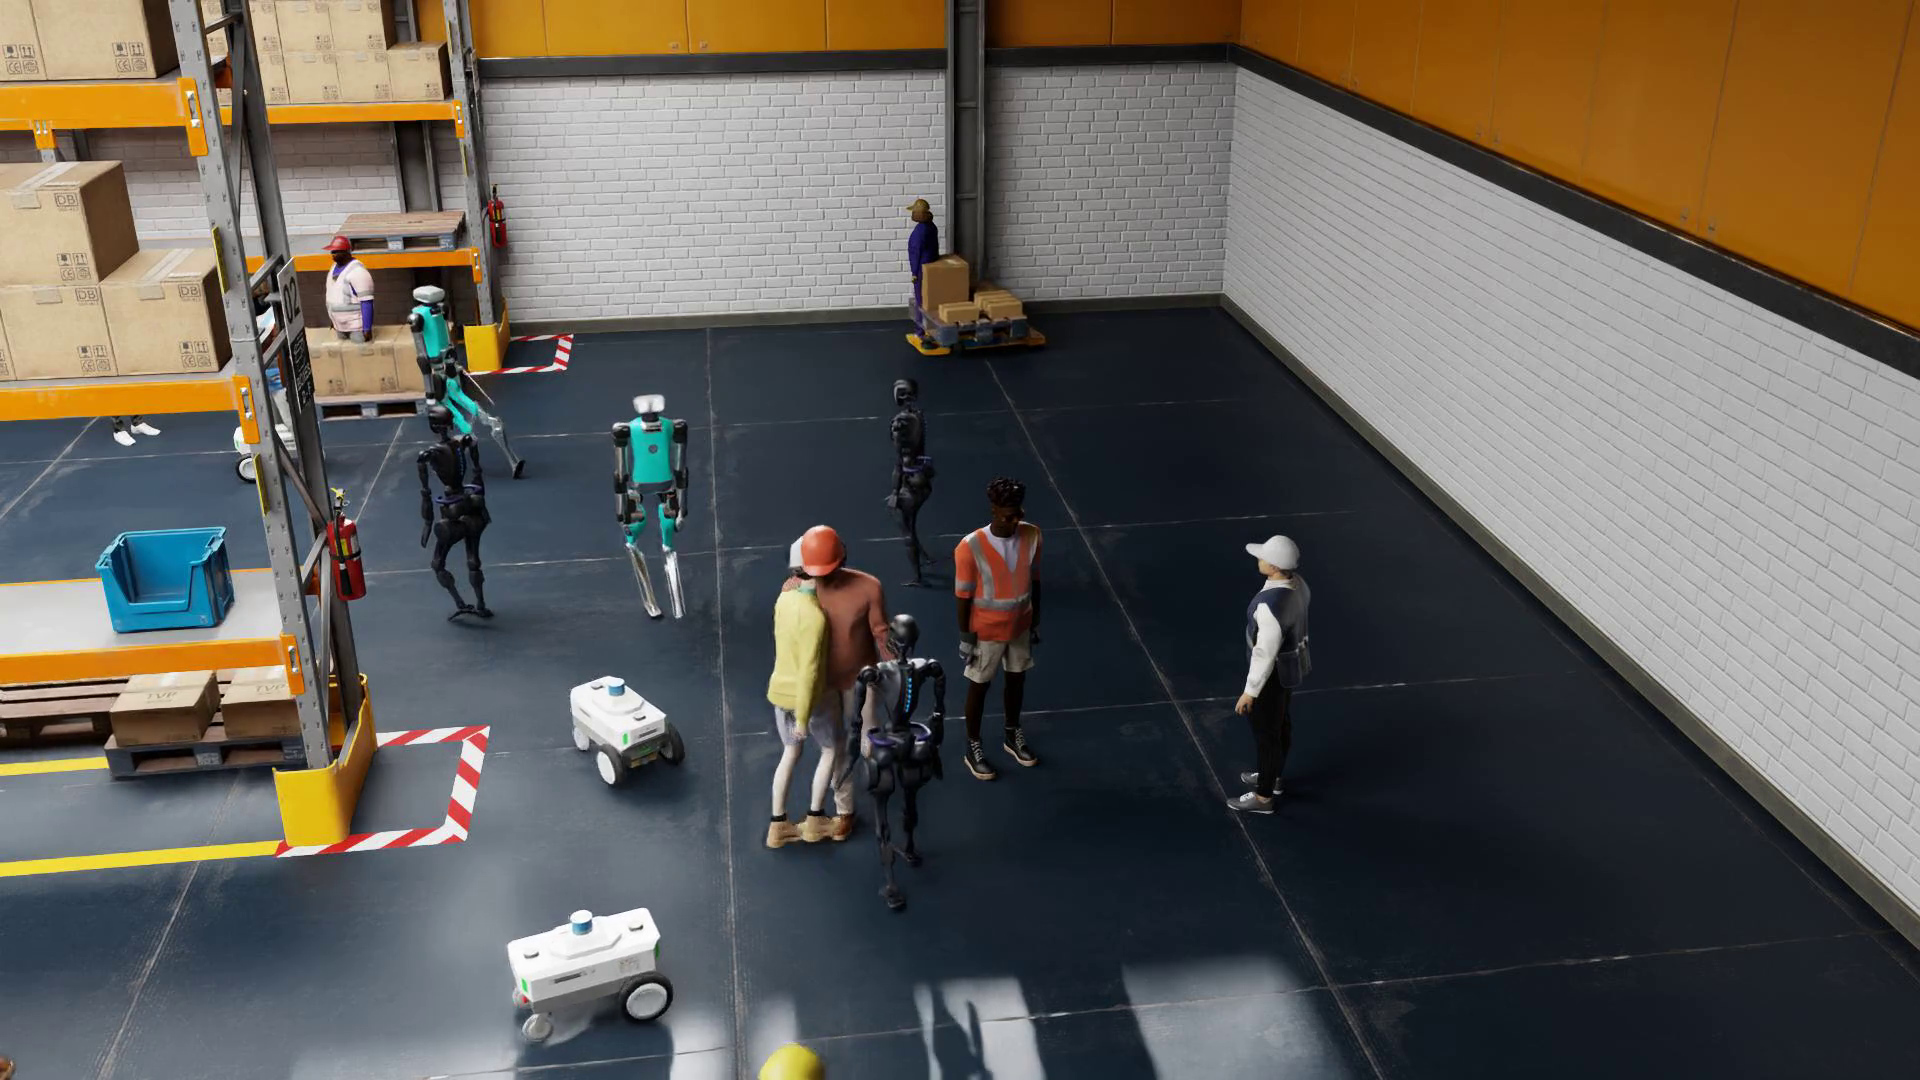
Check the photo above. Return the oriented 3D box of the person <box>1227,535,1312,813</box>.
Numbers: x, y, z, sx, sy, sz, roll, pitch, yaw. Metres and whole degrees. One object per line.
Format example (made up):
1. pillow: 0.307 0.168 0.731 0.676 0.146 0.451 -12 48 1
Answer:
1. person: 1.836 0.781 9.761 0.417 1.759 0.750 11 26 24

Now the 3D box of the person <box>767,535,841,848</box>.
1. person: -0.914 0.879 9.428 0.590 1.848 0.498 -17 29 -34

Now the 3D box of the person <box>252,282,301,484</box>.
1. person: -6.044 -1.392 14.634 0.622 1.836 0.431 13 27 27

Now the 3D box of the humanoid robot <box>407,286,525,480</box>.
1. humanoid robot: -4.284 -1.338 14.635 0.962 1.773 0.556 6 24 13

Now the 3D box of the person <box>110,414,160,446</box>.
1. person: -7.894 -1.827 15.568 0.318 1.870 0.526 9 25 19

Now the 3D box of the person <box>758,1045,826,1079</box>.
1. person: -0.603 2.468 5.751 0.582 1.901 0.697 -13 27 -28

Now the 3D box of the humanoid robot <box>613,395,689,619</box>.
1. humanoid robot: -2.262 -0.266 12.167 0.559 1.788 0.674 -8 25 -17

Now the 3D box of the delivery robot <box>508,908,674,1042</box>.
1. delivery robot: -1.840 2.095 8.231 0.744 0.564 0.499 -10 26 -22

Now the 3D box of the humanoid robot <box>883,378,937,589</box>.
1. humanoid robot: -0.382 -0.424 12.613 0.339 1.648 0.616 8 25 18

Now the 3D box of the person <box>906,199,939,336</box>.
1. person: -0.422 -2.995 18.541 0.362 1.619 0.450 9 25 20

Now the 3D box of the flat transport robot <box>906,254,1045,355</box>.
1. flat transport robot: 0.174 -2.300 18.637 1.431 0.231 0.659 -8 25 -17

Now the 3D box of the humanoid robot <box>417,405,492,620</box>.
1. humanoid robot: -3.663 -0.202 12.101 0.331 1.644 0.588 14 27 29

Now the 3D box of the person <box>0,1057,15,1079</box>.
1. person: -4.865 1.720 7.411 0.731 1.942 0.379 -3 24 -6

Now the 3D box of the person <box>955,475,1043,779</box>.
1. person: 0.249 0.518 10.121 0.606 1.958 0.373 -14 27 -29

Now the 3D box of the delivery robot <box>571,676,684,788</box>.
1. delivery robot: -2.120 1.161 10.407 0.499 0.604 0.807 -19 30 -37

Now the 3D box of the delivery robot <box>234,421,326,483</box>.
1. delivery robot: -6.151 -0.848 14.989 0.808 0.607 0.499 -7 25 -15

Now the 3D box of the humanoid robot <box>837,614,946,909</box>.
1. humanoid robot: -0.370 1.167 9.027 0.624 1.639 0.602 -10 26 -22

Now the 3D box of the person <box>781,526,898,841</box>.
1. person: -0.670 0.765 9.551 0.658 1.954 0.652 4 24 9

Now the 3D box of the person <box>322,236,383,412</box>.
1. person: -6.003 -2.130 16.403 0.604 1.754 0.419 17 29 33
